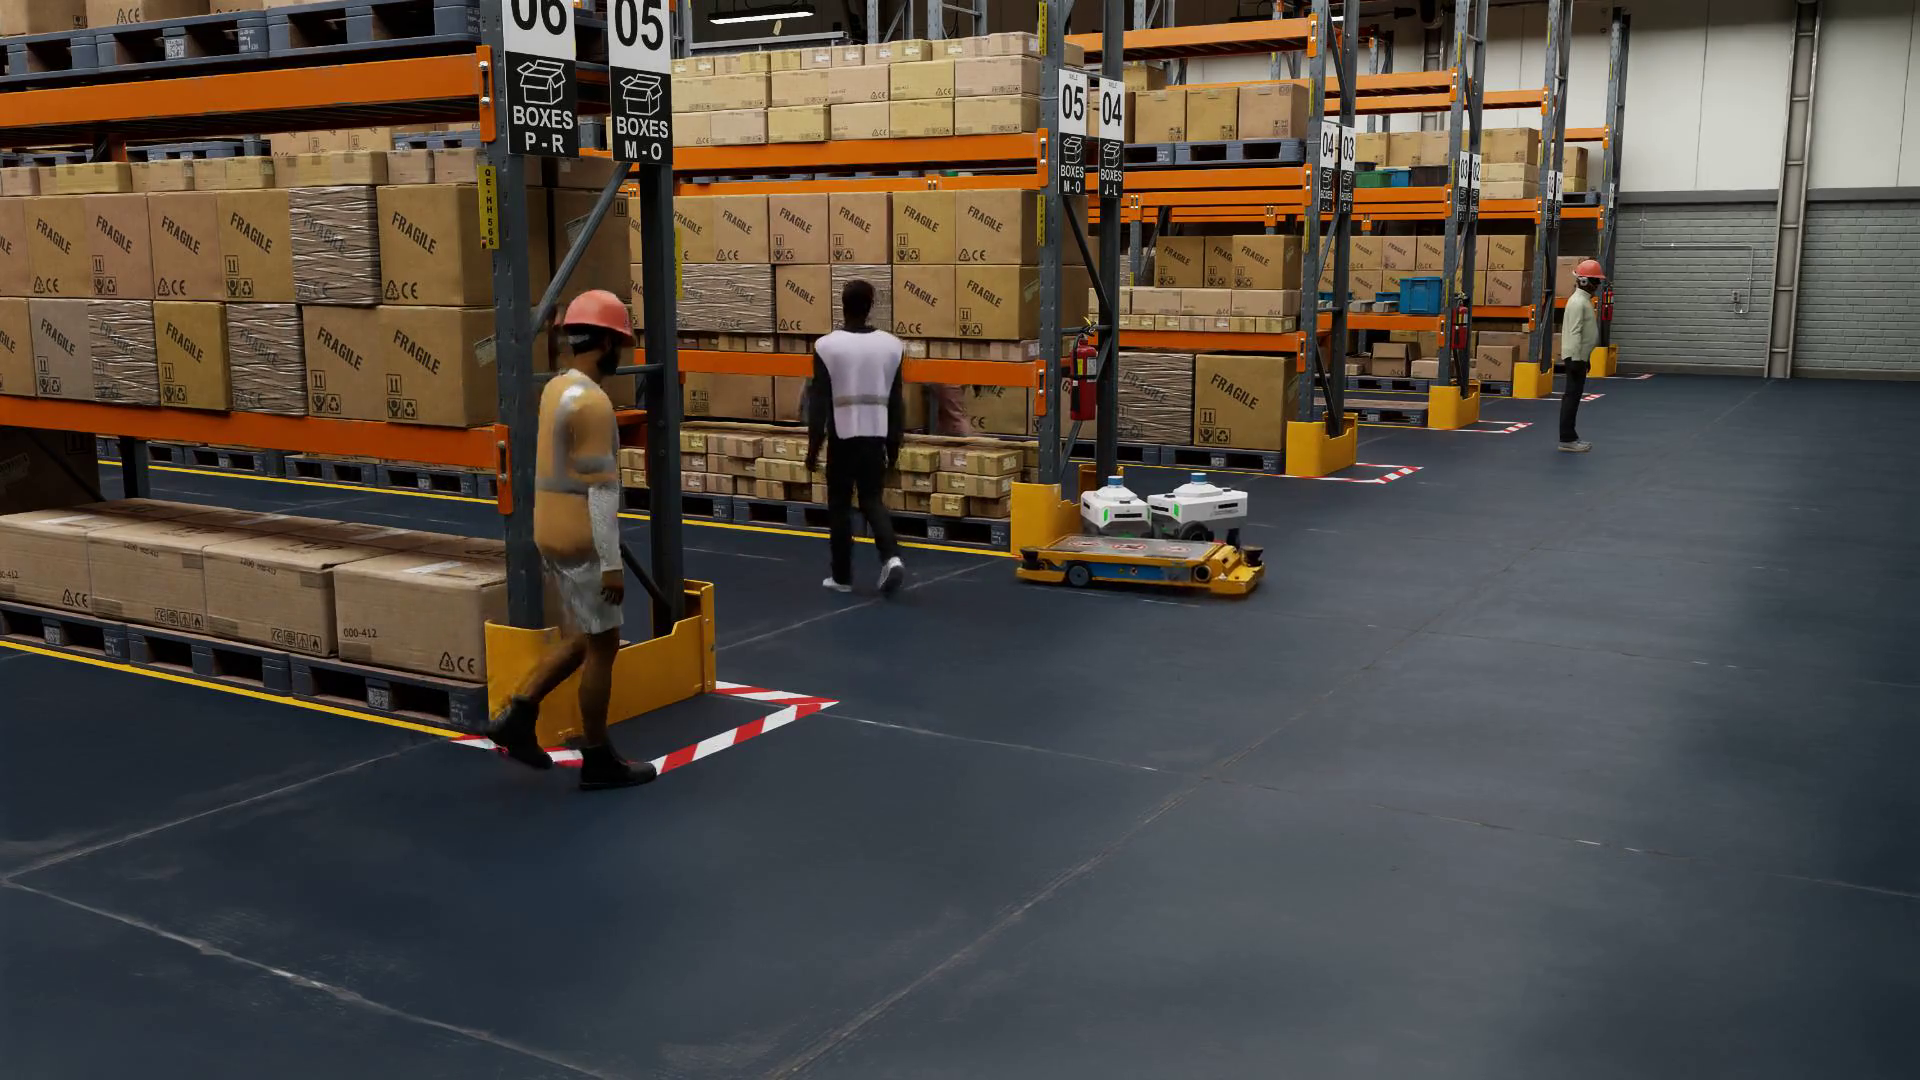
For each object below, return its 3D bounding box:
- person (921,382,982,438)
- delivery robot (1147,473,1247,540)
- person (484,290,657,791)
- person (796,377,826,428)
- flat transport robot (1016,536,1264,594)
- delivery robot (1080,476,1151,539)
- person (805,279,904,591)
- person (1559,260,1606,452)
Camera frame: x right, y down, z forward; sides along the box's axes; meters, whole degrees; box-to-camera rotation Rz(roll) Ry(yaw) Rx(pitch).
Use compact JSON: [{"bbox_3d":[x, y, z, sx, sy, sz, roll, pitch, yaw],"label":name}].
[{"bbox_3d":[-0.063,-1.511,15.398,0.981,1.862,0.653,8,12,38],"label":"person"},{"bbox_3d":[1.618,-0.214,11.307,0.707,0.478,0.477,-7,12,-35],"label":"delivery robot"},{"bbox_3d":[-1.461,0.013,6.302,0.579,1.905,0.590,-5,11,-28],"label":"person"},{"bbox_3d":[-1.320,-1.483,15.581,0.434,1.724,0.482,6,11,30],"label":"person"},{"bbox_3d":[1.129,0.137,10.355,1.431,0.197,0.652,3,10,19],"label":"flat transport robot"},{"bbox_3d":[1.038,-0.187,11.146,0.477,0.478,0.707,-1,10,-9],"label":"delivery robot"},{"bbox_3d":[-0.609,-0.604,9.953,0.611,1.902,0.612,-5,11,-29],"label":"person"},{"bbox_3d":[6.483,-1.917,17.366,0.402,1.988,0.611,5,11,25],"label":"person"}]
